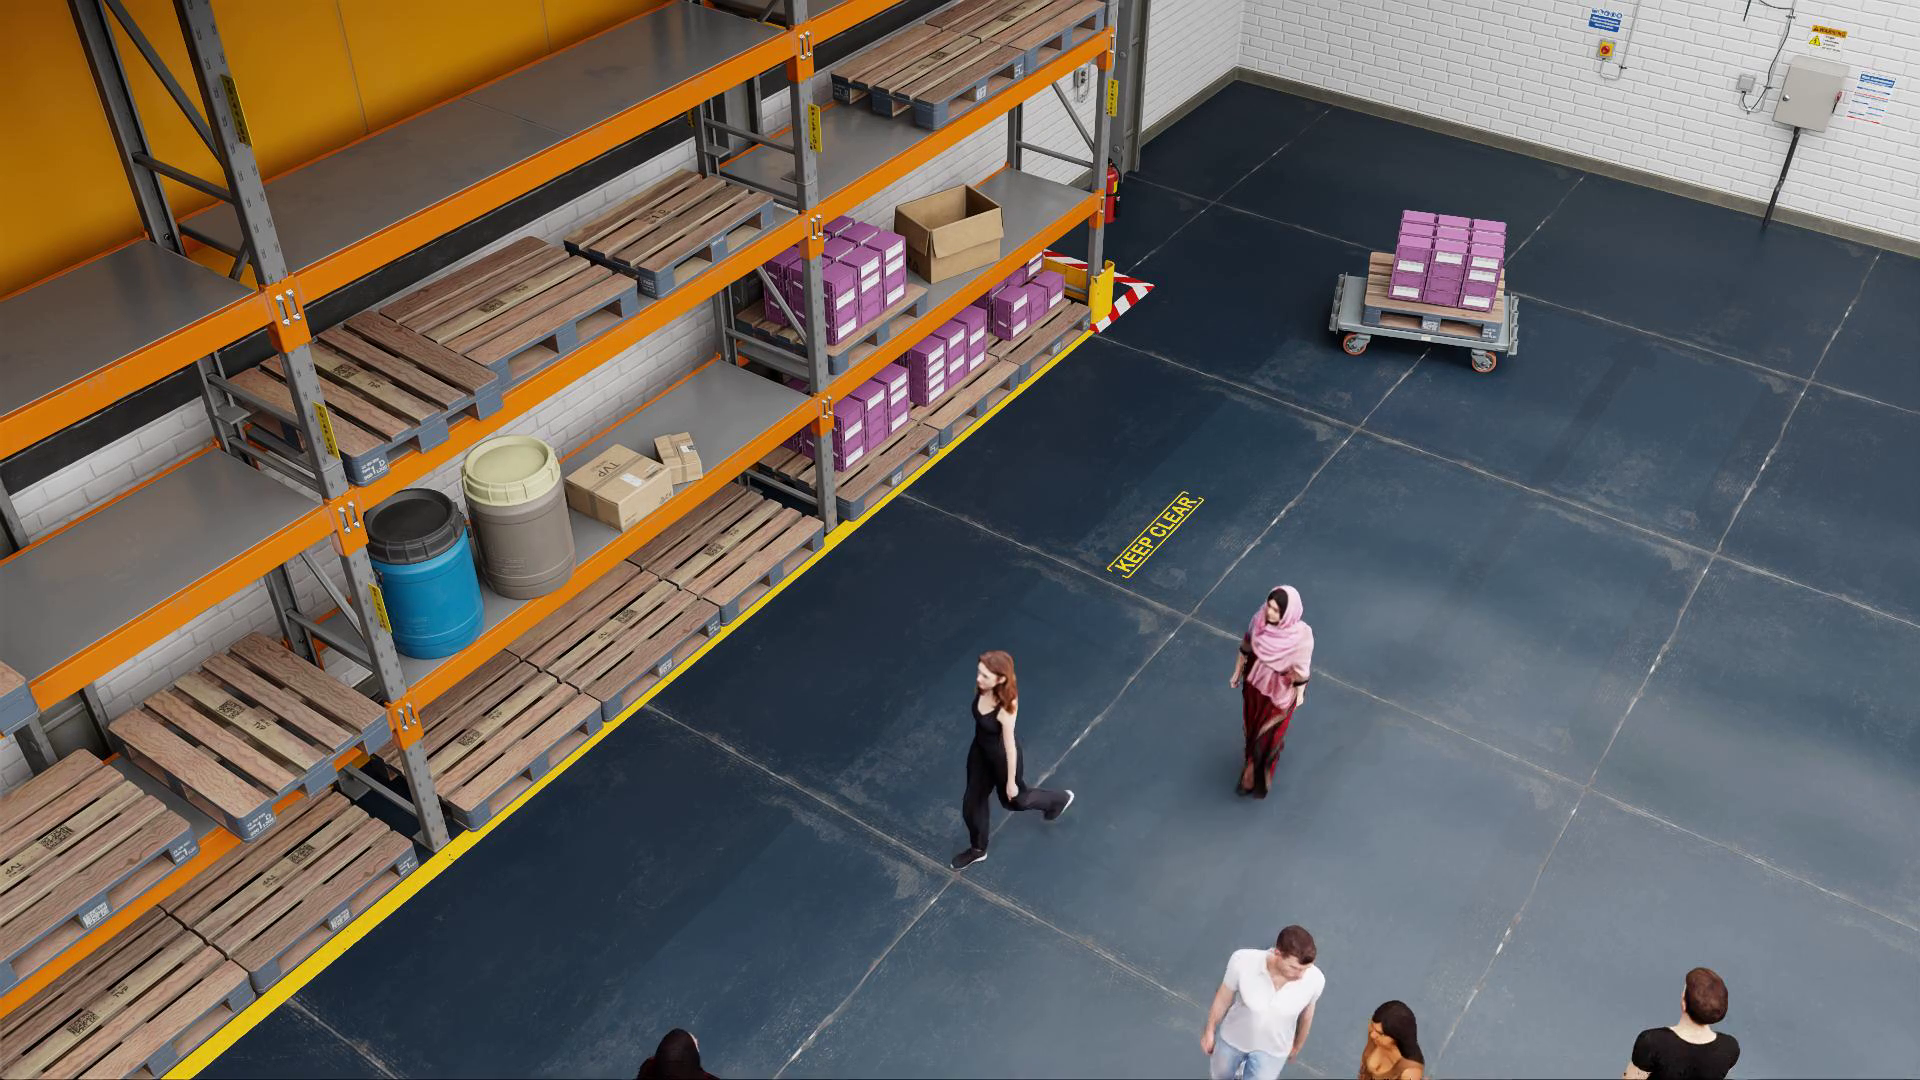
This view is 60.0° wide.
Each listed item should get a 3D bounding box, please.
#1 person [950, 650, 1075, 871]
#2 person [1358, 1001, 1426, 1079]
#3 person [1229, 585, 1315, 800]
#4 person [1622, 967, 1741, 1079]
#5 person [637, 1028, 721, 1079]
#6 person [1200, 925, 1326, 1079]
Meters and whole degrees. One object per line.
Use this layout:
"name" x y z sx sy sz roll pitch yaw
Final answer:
"person" 0.319 1.293 10.096 1.184 1.714 0.880 -22 44 -25
"person" 2.178 2.804 8.240 0.916 1.668 0.832 -14 41 -17
"person" 2.053 0.891 10.676 0.851 1.620 0.764 -23 44 -26
"person" 3.402 2.849 8.021 0.894 1.872 1.001 5 39 7
"person" -1.339 3.000 7.951 0.749 1.724 1.021 18 42 21
"person" 1.522 2.498 8.506 0.902 1.816 1.137 13 40 16
